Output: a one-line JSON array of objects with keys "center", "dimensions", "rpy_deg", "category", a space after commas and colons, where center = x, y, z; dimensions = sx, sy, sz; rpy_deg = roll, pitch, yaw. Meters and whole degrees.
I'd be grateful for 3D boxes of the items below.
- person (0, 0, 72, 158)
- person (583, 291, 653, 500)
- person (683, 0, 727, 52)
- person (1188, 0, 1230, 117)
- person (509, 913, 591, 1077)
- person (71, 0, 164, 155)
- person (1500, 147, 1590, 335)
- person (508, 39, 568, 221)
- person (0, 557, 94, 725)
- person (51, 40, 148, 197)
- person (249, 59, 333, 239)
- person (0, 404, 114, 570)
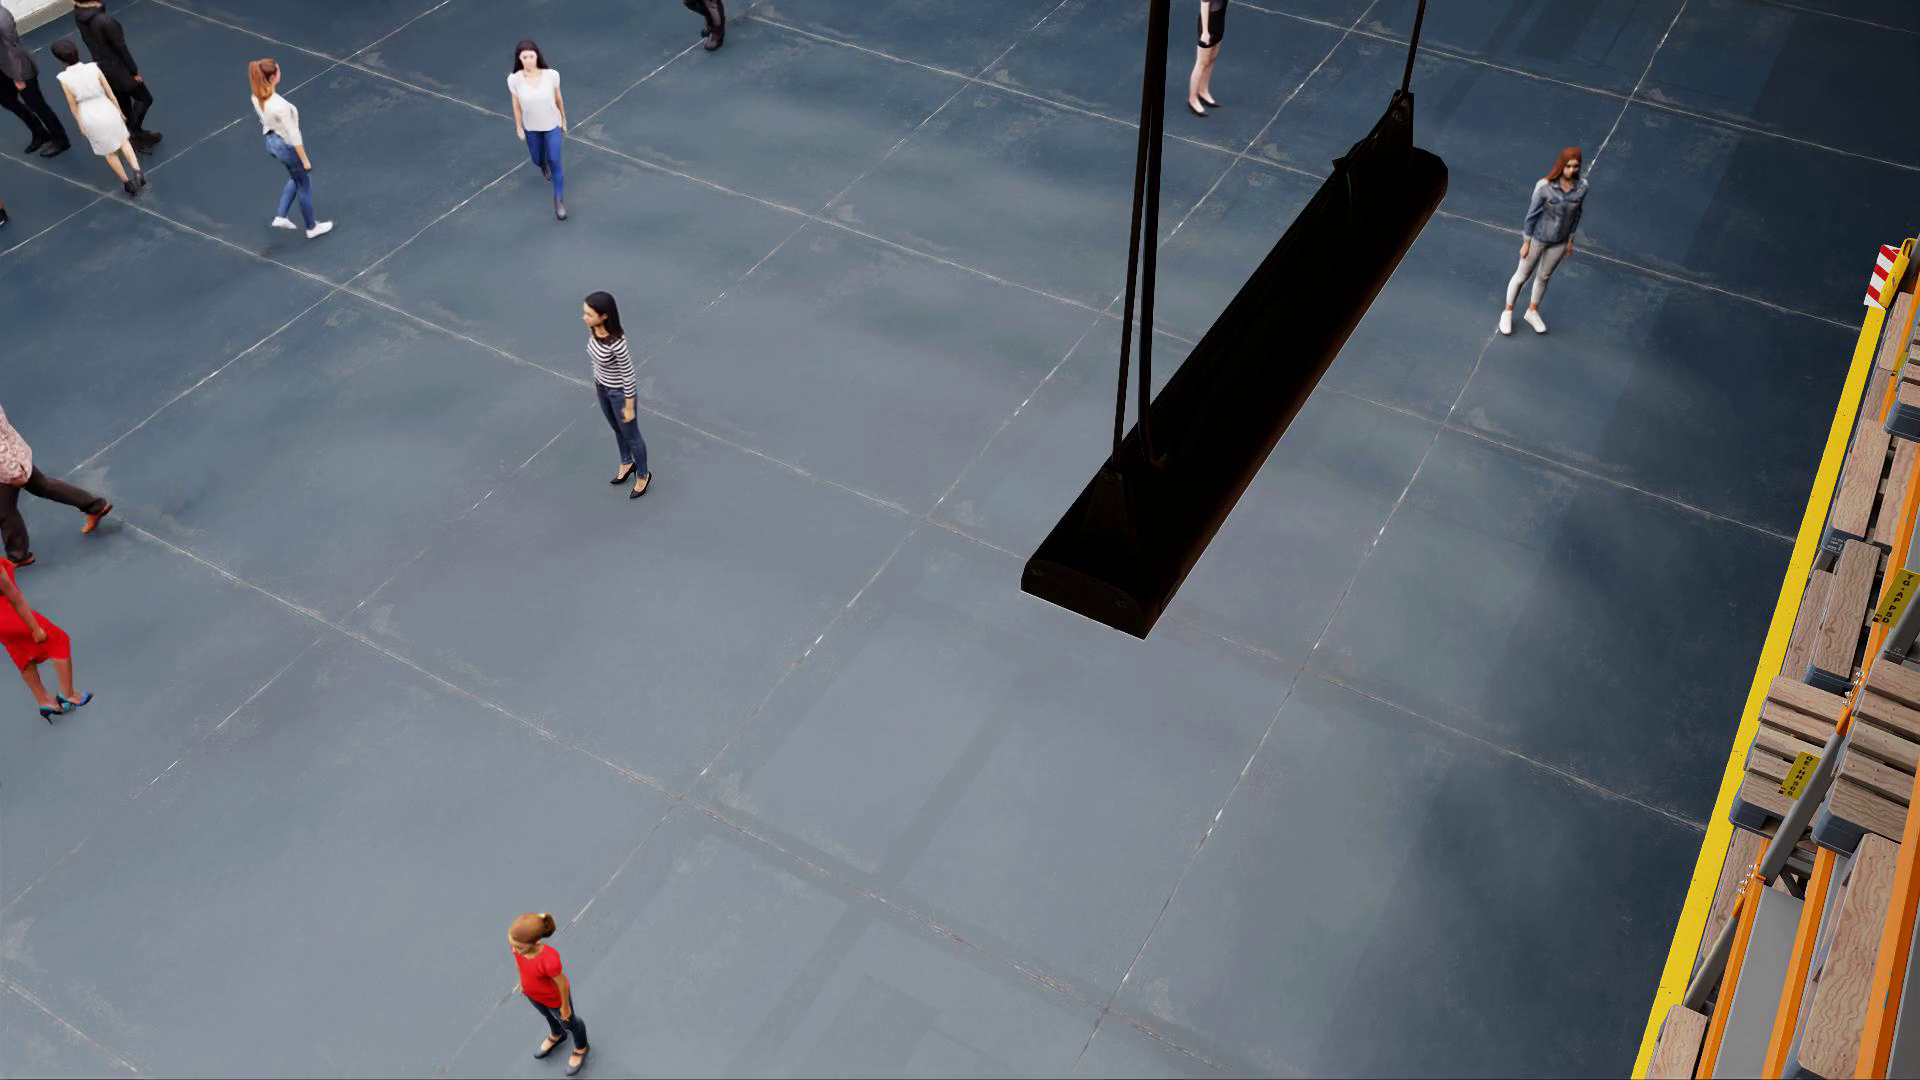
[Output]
[{"center": [-8.803, -4.478, 15.599], "dimensions": [0.832, 1.830, 0.732], "rpy_deg": [30, 51, 28], "category": "person"}, {"center": [-2.475, -1.051, 12.026], "dimensions": [0.613, 1.796, 0.646], "rpy_deg": [-30, 51, -28], "category": "person"}, {"center": [-2.594, -5.997, 17.197], "dimensions": [0.741, 1.825, 0.703], "rpy_deg": [25, 49, 24], "category": "person"}, {"center": [2.427, -5.019, 16.165], "dimensions": [0.628, 1.832, 0.420], "rpy_deg": [22, 48, 21], "category": "person"}, {"center": [-2.172, 2.373, 8.785], "dimensions": [0.489, 1.309, 0.473], "rpy_deg": [23, 48, 22], "category": "person"}, {"center": [-7.931, -4.380, 15.537], "dimensions": [0.686, 1.772, 0.794], "rpy_deg": [16, 46, 16], "category": "person"}, {"center": [4.779, -2.457, 13.570], "dimensions": [0.685, 1.702, 0.699], "rpy_deg": [-2, 44, -2], "category": "person"}, {"center": [-3.750, -3.732, 14.936], "dimensions": [0.993, 1.664, 1.058], "rpy_deg": [-11, 45, -11], "category": "person"}, {"center": [-5.977, 0.551, 10.388], "dimensions": [0.642, 1.734, 0.620], "rpy_deg": [16, 46, 16], "category": "person"}, {"center": [-7.788, -3.776, 15.081], "dimensions": [0.649, 1.527, 0.725], "rpy_deg": [-27, 50, -26], "category": "person"}, {"center": [-5.943, -3.359, 14.503], "dimensions": [0.710, 1.721, 0.783], "rpy_deg": [32, 52, 29], "category": "person"}, {"center": [-6.542, -0.603, 11.554], "dimensions": [1.273, 1.798, 1.091], "rpy_deg": [-20, 47, -20], "category": "person"}]
